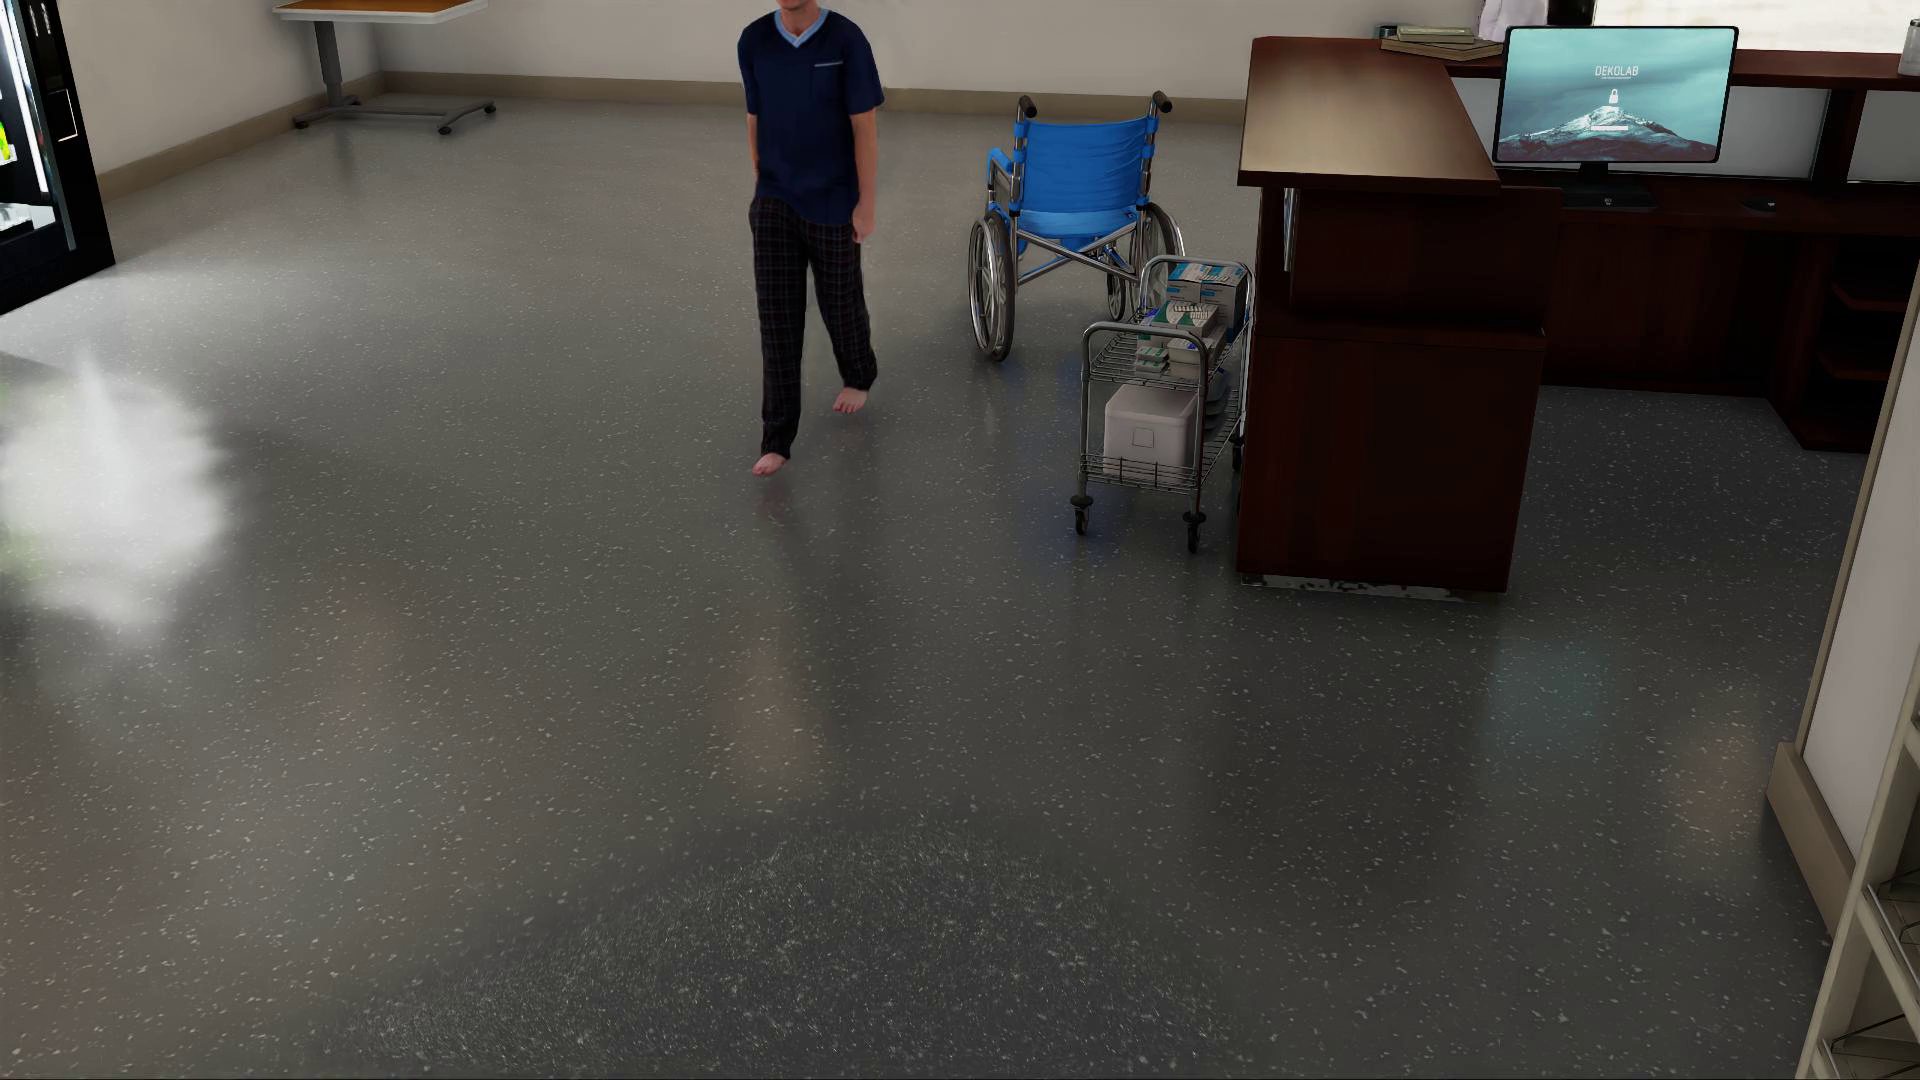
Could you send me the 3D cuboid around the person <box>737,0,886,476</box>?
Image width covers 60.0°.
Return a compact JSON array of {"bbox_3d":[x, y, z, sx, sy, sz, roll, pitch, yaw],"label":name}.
[{"bbox_3d":[-0.505,-1.211,5.993,0.690,1.820,1.188,6,26,12],"label":"person"}]
